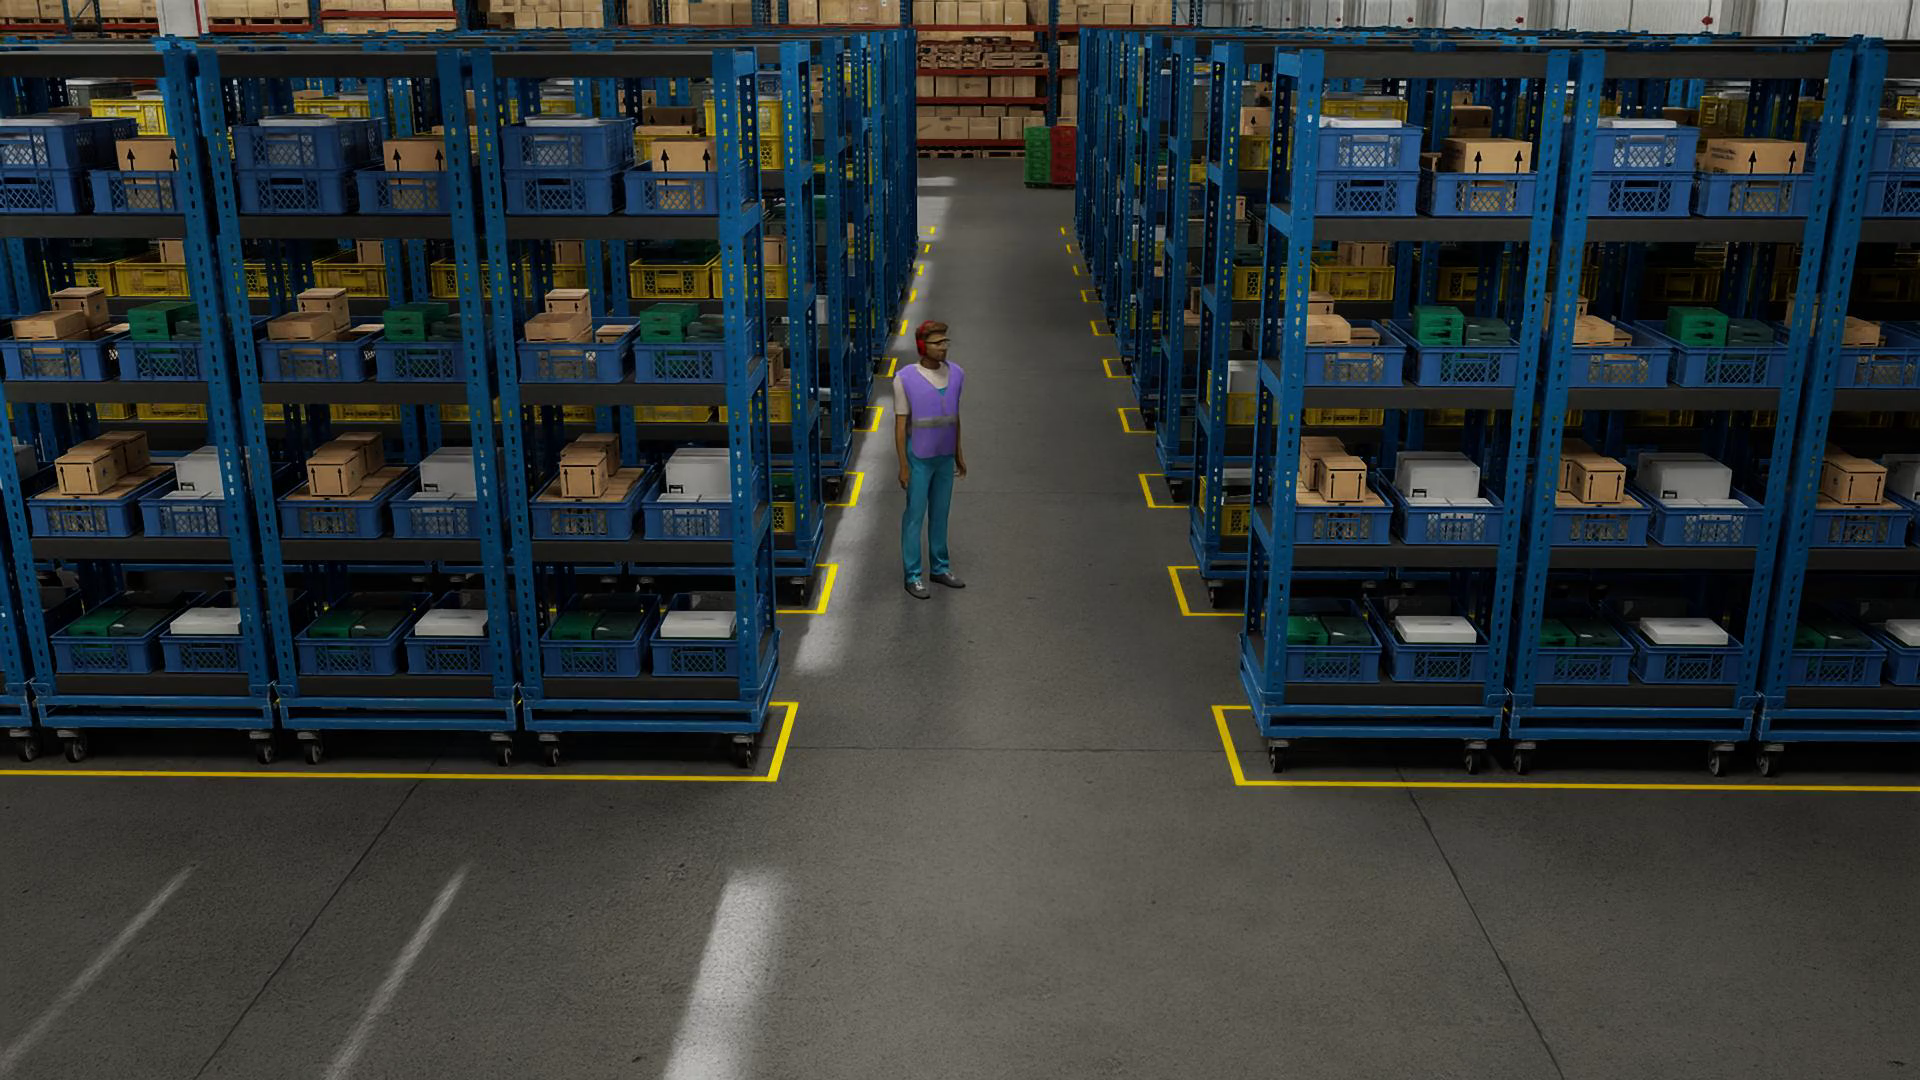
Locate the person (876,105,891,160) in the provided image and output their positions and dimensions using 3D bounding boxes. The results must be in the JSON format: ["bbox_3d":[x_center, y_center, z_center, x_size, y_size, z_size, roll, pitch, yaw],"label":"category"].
[{"bbox_3d":[-1.897,-9.617,39.872,1.079,1.932,0.607,-8,19,-25],"label":"person"}]

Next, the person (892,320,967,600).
[{"bbox_3d":[-0.206,-0.546,11.076,0.566,1.845,0.387,-15,23,-40],"label":"person"}]
